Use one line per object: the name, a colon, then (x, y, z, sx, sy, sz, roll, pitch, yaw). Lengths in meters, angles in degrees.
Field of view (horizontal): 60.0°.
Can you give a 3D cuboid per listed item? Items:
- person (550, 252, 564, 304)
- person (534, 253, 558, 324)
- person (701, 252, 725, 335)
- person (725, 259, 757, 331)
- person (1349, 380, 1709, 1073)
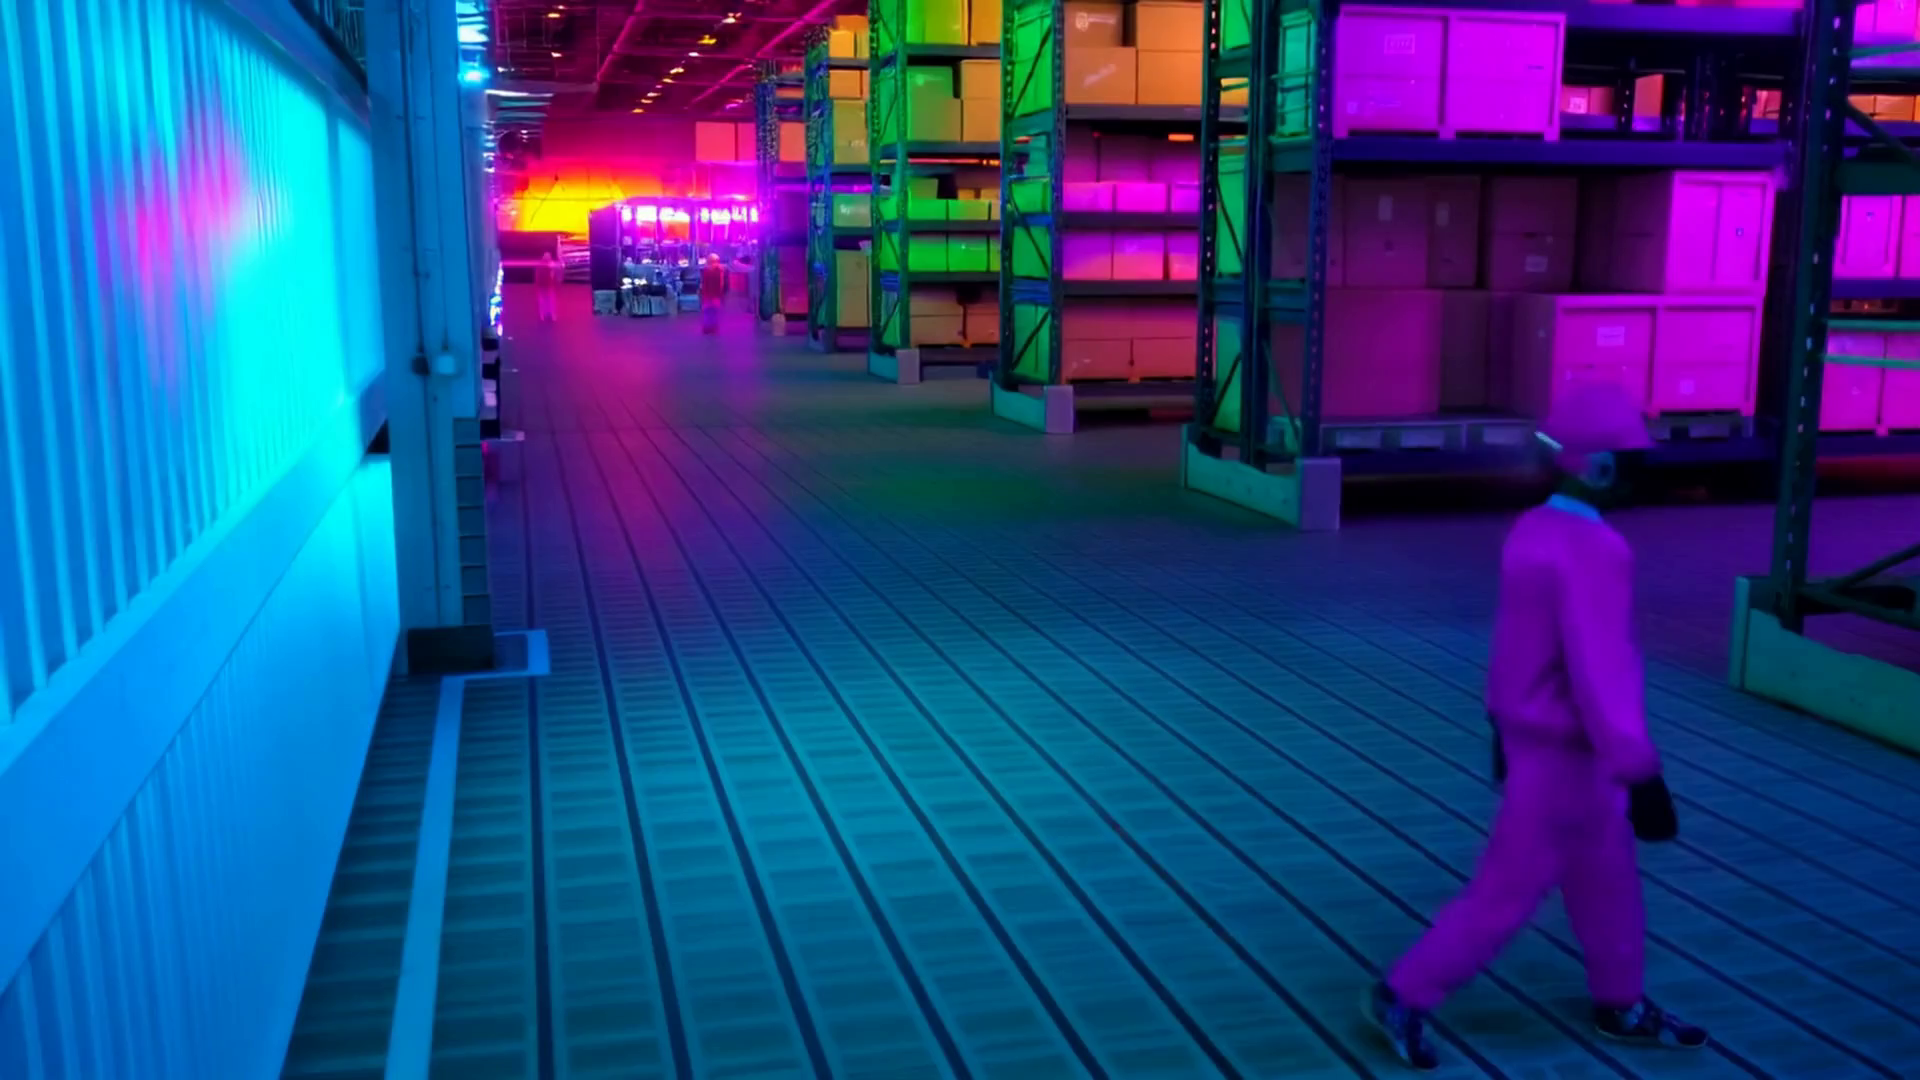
person: (-14.109, -9.178, 58.305, 0.579, 1.841, 0.422, 6, 12, 31)
person: (-10.806, -6.541, 43.385, 0.649, 1.836, 0.431, 5, 11, 28)
person: (-5.642, -5.635, 38.098, 0.562, 1.892, 0.987, -4, 11, -19)
person: (-5.215, -5.822, 39.625, 0.761, 1.725, 0.546, -8, 13, -40)
person: (1.409, 0.467, 4.047, 0.893, 1.715, 0.562, 1, 10, 6)
